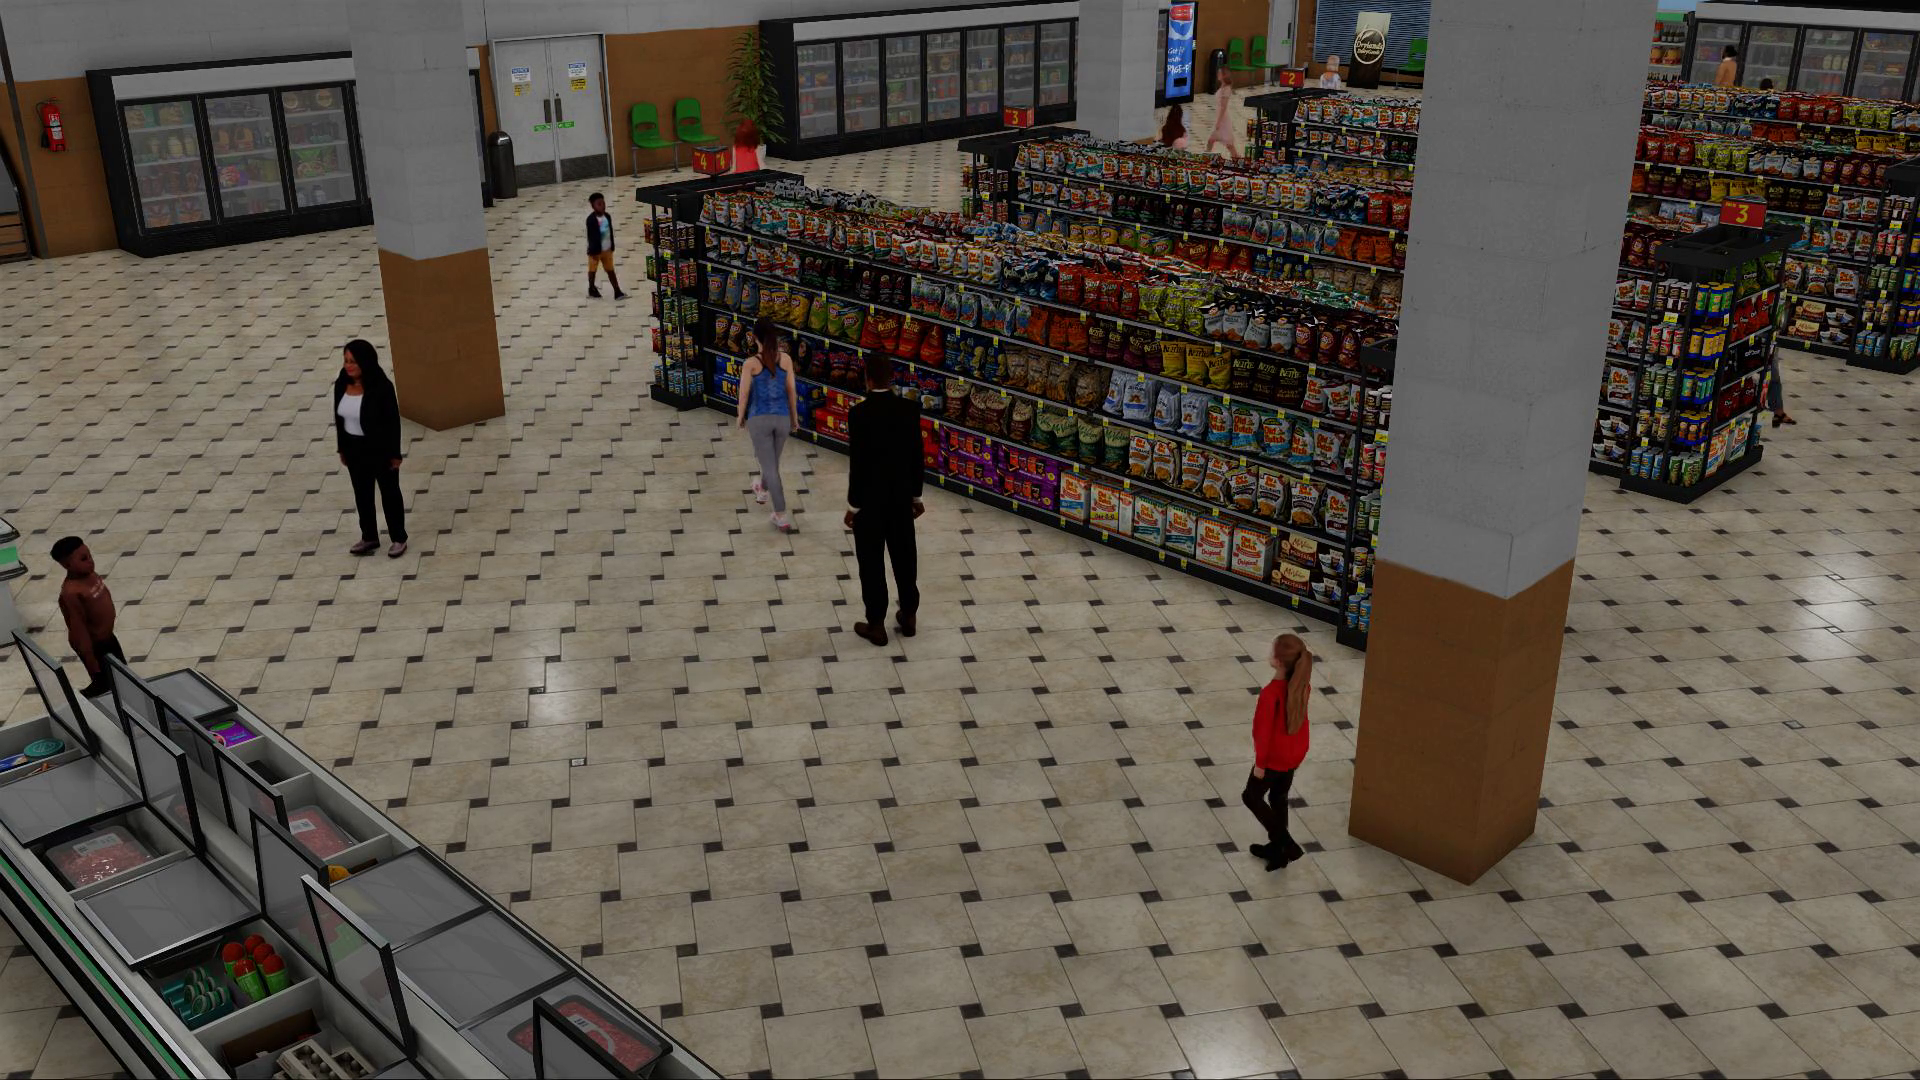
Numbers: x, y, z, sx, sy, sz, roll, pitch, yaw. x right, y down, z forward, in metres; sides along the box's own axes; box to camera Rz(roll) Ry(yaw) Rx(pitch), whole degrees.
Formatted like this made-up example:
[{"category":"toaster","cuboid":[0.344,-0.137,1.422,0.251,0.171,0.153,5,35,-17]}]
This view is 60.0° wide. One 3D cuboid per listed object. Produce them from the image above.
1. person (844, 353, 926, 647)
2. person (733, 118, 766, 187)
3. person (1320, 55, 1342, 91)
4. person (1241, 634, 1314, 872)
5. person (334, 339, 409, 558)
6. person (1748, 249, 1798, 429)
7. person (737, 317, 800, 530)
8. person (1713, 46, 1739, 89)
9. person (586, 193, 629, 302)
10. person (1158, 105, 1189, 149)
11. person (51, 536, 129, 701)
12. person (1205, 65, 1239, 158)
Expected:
[{"category":"person","cuboid":[-0.488,-0.268,10.631,0.776,1.904,0.715,-11,24,-26]},{"category":"person","cuboid":[-2.692,-4.346,20.940,1.158,1.786,0.908,11,25,26]},{"category":"person","cuboid":[6.407,-7.508,28.858,0.434,1.749,0.615,20,29,41]},{"category":"person","cuboid":[1.602,1.069,8.148,0.565,1.274,0.489,20,30,41]},{"category":"person","cuboid":[-4.252,-0.668,12.012,0.740,1.616,0.825,4,22,10]},{"category":"person","cuboid":[7.048,-1.834,14.876,0.896,1.644,1.124,-9,24,-22]},{"category":"person","cuboid":[-1.410,-0.849,12.522,0.757,1.573,1.070,-12,25,-27]},{"category":"person","cuboid":[13.972,-8.104,30.360,0.722,1.734,1.145,-17,28,-37]},{"category":"person","cuboid":[-4.216,-3.382,19.277,0.866,1.236,0.530,19,29,39]},{"category":"person","cuboid":[2.868,-5.117,22.964,0.750,1.705,0.883,1,22,3]},{"category":"person","cuboid":[-4.975,0.567,9.437,0.762,1.246,0.702,0,22,0]},{"category":"person","cuboid":[4.333,-6.646,26.668,1.103,1.782,1.076,-1,22,-2]}]
